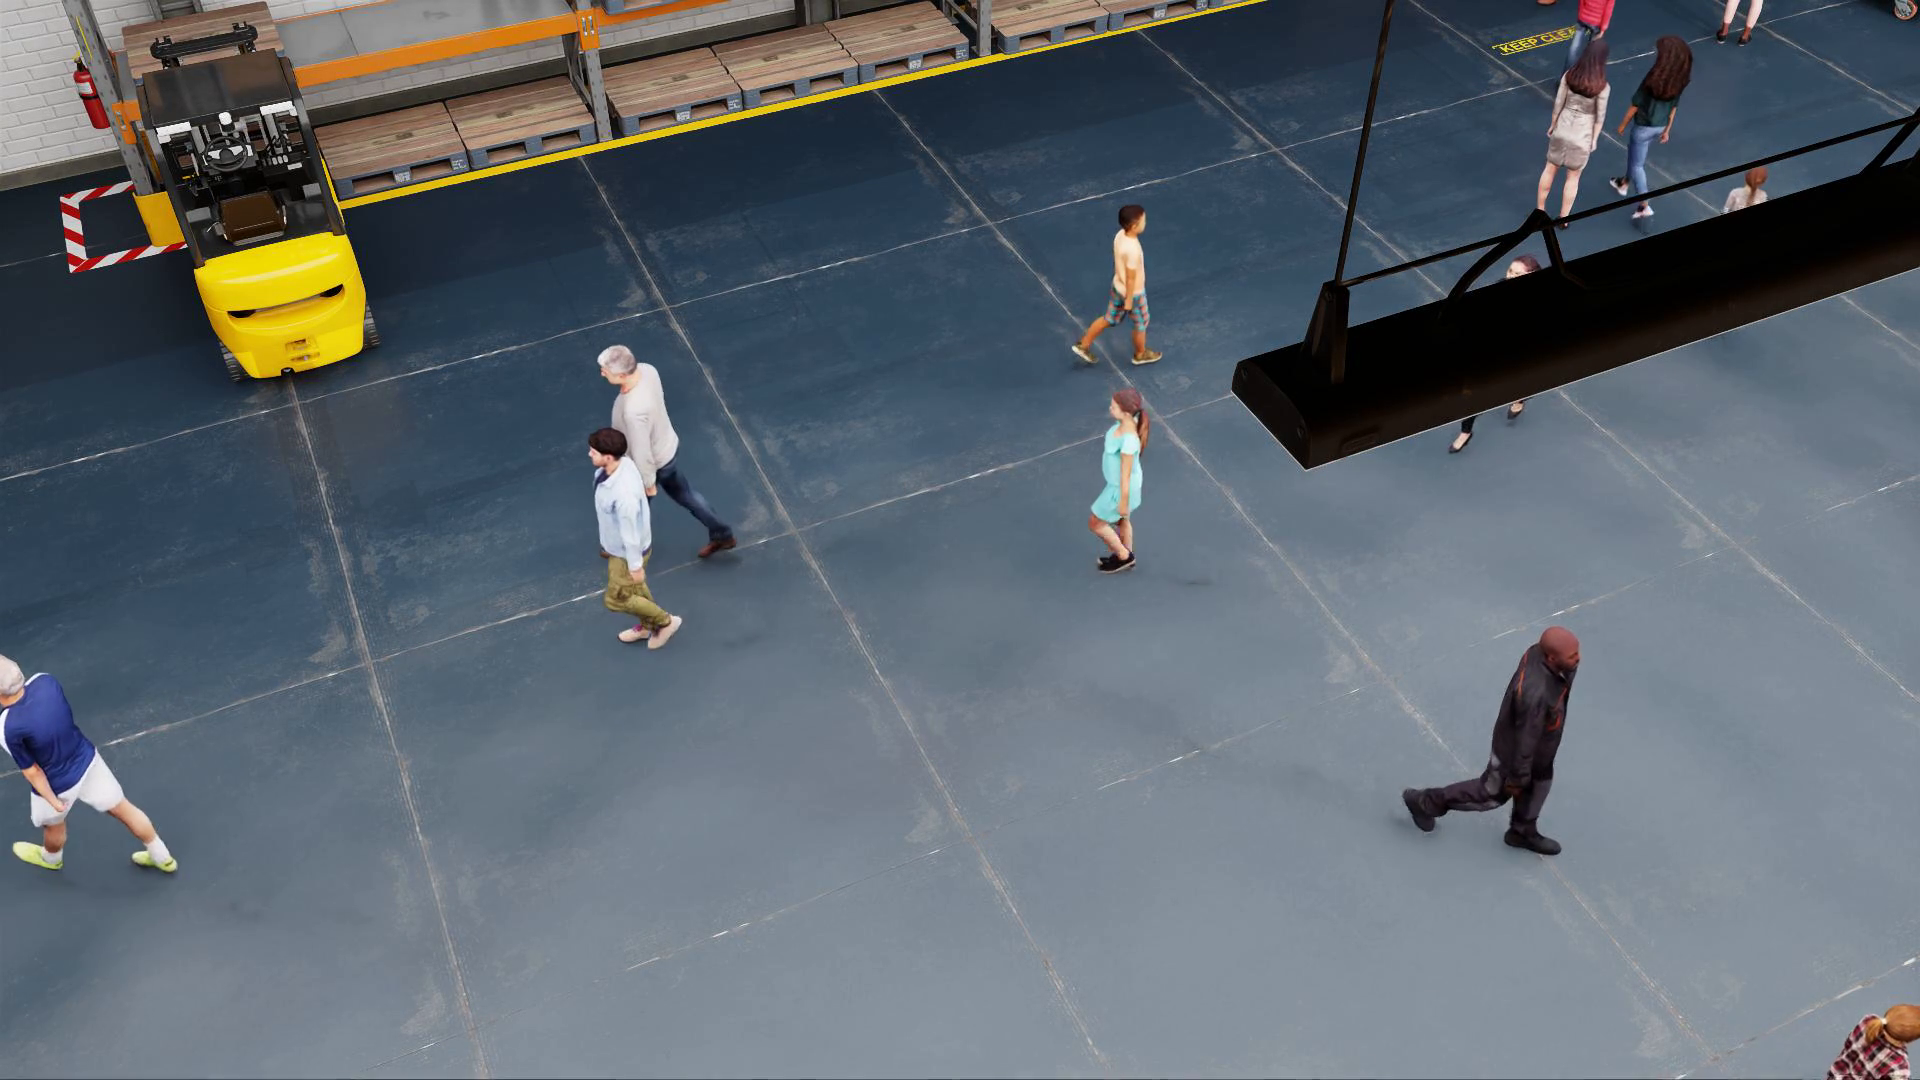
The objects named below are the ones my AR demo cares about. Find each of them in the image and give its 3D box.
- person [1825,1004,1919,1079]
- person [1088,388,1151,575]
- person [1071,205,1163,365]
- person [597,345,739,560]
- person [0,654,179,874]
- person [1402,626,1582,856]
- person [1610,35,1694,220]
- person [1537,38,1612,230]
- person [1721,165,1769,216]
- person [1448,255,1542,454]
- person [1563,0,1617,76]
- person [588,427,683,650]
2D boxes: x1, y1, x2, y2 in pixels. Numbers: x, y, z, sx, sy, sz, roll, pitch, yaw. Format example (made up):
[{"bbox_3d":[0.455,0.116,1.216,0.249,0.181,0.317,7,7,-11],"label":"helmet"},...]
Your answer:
[{"bbox_3d":[4.325,2.659,8.111,0.867,1.285,0.663,-8,44,-8],"label":"person"},{"bbox_3d":[1.156,-0.363,11.090,0.718,1.549,0.676,6,44,6],"label":"person"},{"bbox_3d":[1.220,-1.926,12.812,0.987,1.438,0.632,-11,45,-12],"label":"person"},{"bbox_3d":[-1.948,-0.543,11.058,1.335,1.854,1.130,4,44,4],"label":"person"},{"bbox_3d":[-4.849,1.290,9.186,1.219,1.783,1.092,10,44,10],"label":"person"},{"bbox_3d":[3.055,1.116,9.355,1.239,1.802,1.213,17,46,17],"label":"person"},{"bbox_3d":[5.990,-3.540,14.397,0.979,1.588,0.713,-12,45,-12],"label":"person"},{"bbox_3d":[5.226,-3.442,14.182,0.661,1.744,0.647,31,51,28],"label":"person"},{"bbox_3d":[6.358,-2.522,13.626,0.811,1.178,0.834,10,44,10],"label":"person"},{"bbox_3d":[4.003,-1.372,12.091,1.101,1.630,0.795,-31,52,-29],"label":"person"},{"bbox_3d":[6.081,-4.993,16.139,0.739,1.288,0.931,30,51,28],"label":"person"},{"bbox_3d":[-2.016,0.022,10.505,0.758,1.798,0.755,-10,44,-10],"label":"person"}]
